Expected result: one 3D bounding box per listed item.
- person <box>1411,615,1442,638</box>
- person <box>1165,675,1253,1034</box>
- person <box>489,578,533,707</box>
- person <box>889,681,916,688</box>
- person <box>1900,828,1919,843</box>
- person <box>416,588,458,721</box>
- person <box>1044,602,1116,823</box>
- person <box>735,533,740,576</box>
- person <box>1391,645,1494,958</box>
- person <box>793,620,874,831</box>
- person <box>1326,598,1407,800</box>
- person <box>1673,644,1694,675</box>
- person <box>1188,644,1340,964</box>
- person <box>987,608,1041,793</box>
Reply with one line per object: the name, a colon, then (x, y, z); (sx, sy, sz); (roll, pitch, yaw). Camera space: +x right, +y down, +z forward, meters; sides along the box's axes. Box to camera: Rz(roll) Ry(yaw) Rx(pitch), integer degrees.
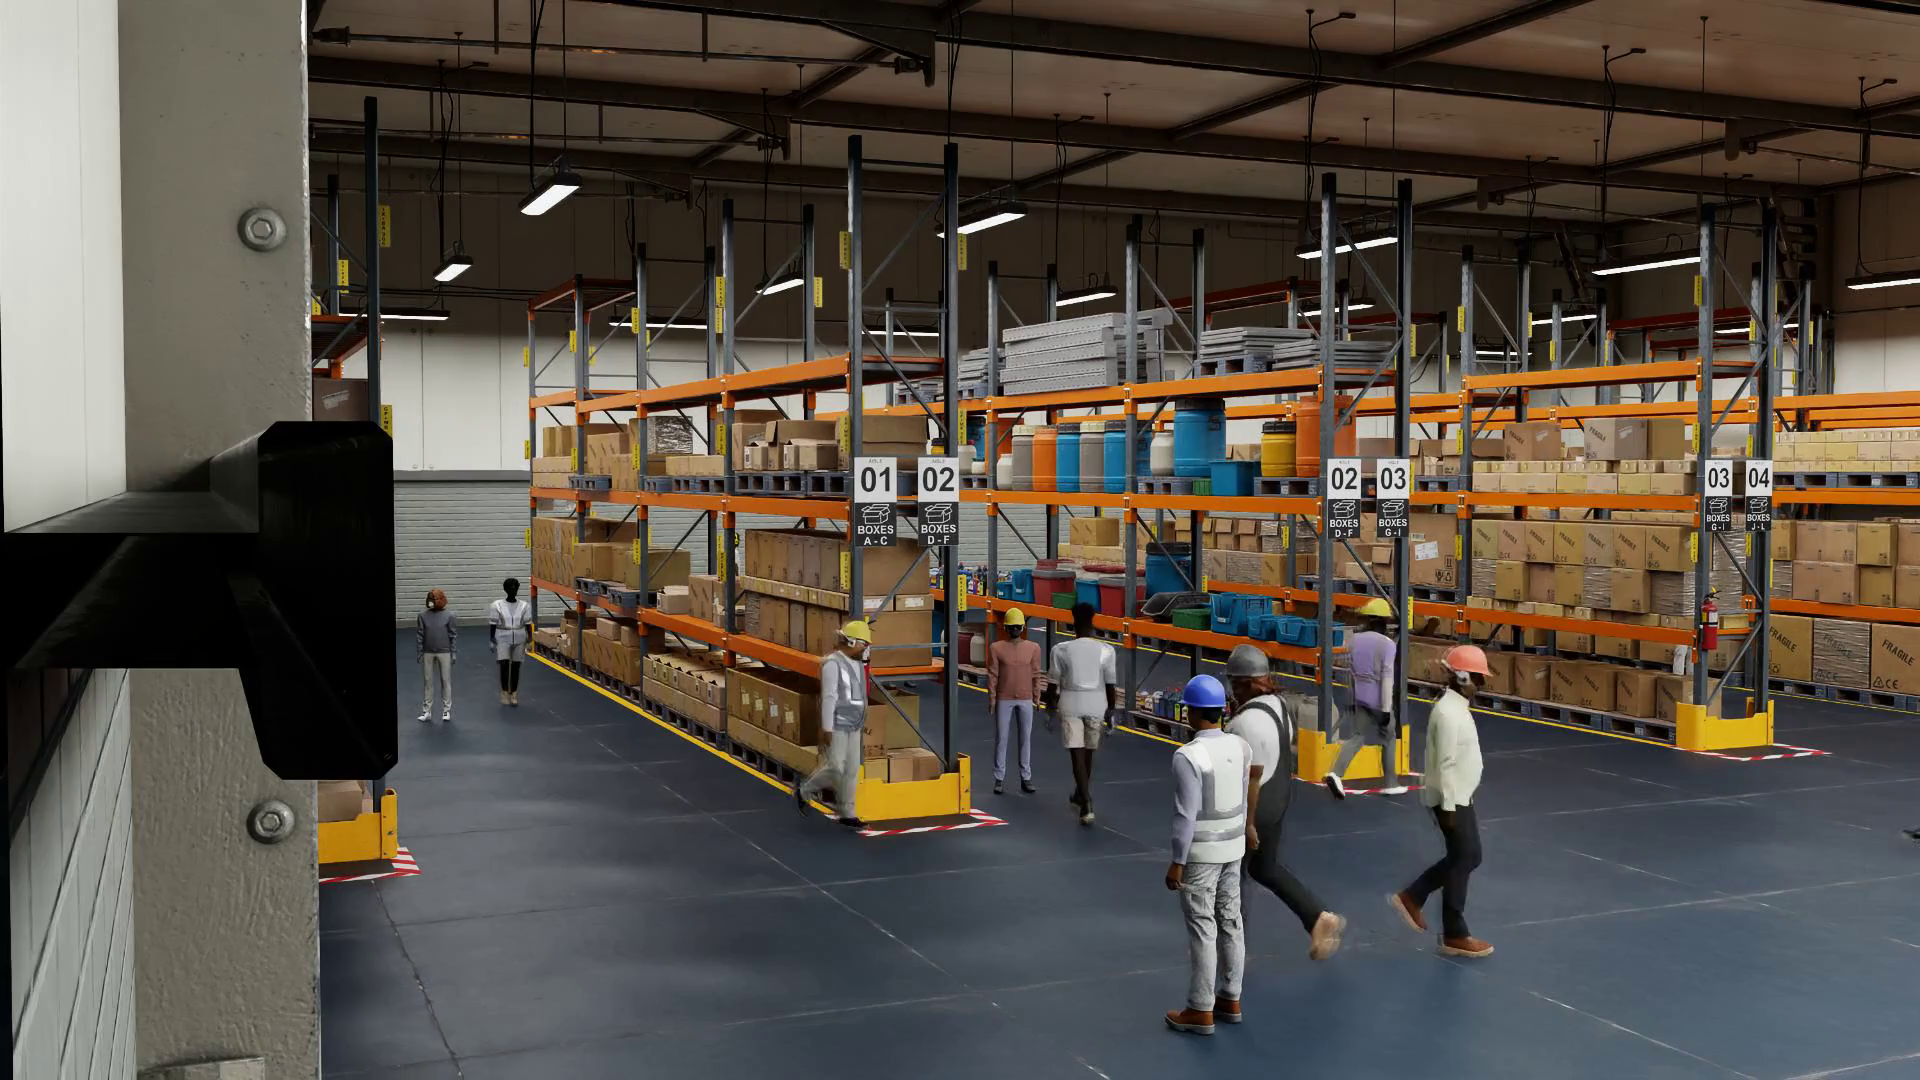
person: (7.807, 0.979, 29.903); (0.550, 1.905, 0.664); (-2, 3, -36)
person: (1.367, 1.718, 9.908); (0.602, 1.949, 0.389); (-2, 3, -45)
person: (-5.808, 1.334, 23.265); (0.557, 1.674, 0.593); (-1, 2, -27)
person: (-0.812, 1.215, 25.396); (0.533, 1.767, 0.324); (-1, 2, -27)
person: (8.011, 1.618, 14.413); (0.845, 1.793, 0.625); (1, 2, 19)
person: (-6.448, 1.407, 22.077); (0.499, 1.632, 0.285); (0, 2, 2)
person: (1.074, 1.509, 15.885); (0.615, 1.921, 1.022); (0, 2, -10)
person: (-4.466, 0.788, 35.352); (0.313, 1.859, 0.511); (-1, 3, -30)
person: (3.114, 1.646, 11.460); (0.564, 1.970, 0.646); (1, 2, 21)
person: (-1.075, 1.586, 15.398); (0.619, 1.790, 0.658); (1, 2, 27)
person: (3.824, 1.487, 16.826); (0.928, 1.890, 0.593); (-1, 3, -34)
person: (9.960, 1.194, 24.436); (0.574, 1.883, 0.355); (-1, 2, -25)
person: (1.869, 1.649, 11.079); (0.828, 2.000, 0.688); (1, 3, 32)
person: (0.523, 1.530, 17.163); (0.532, 1.768, 0.311); (0, 2, -10)
